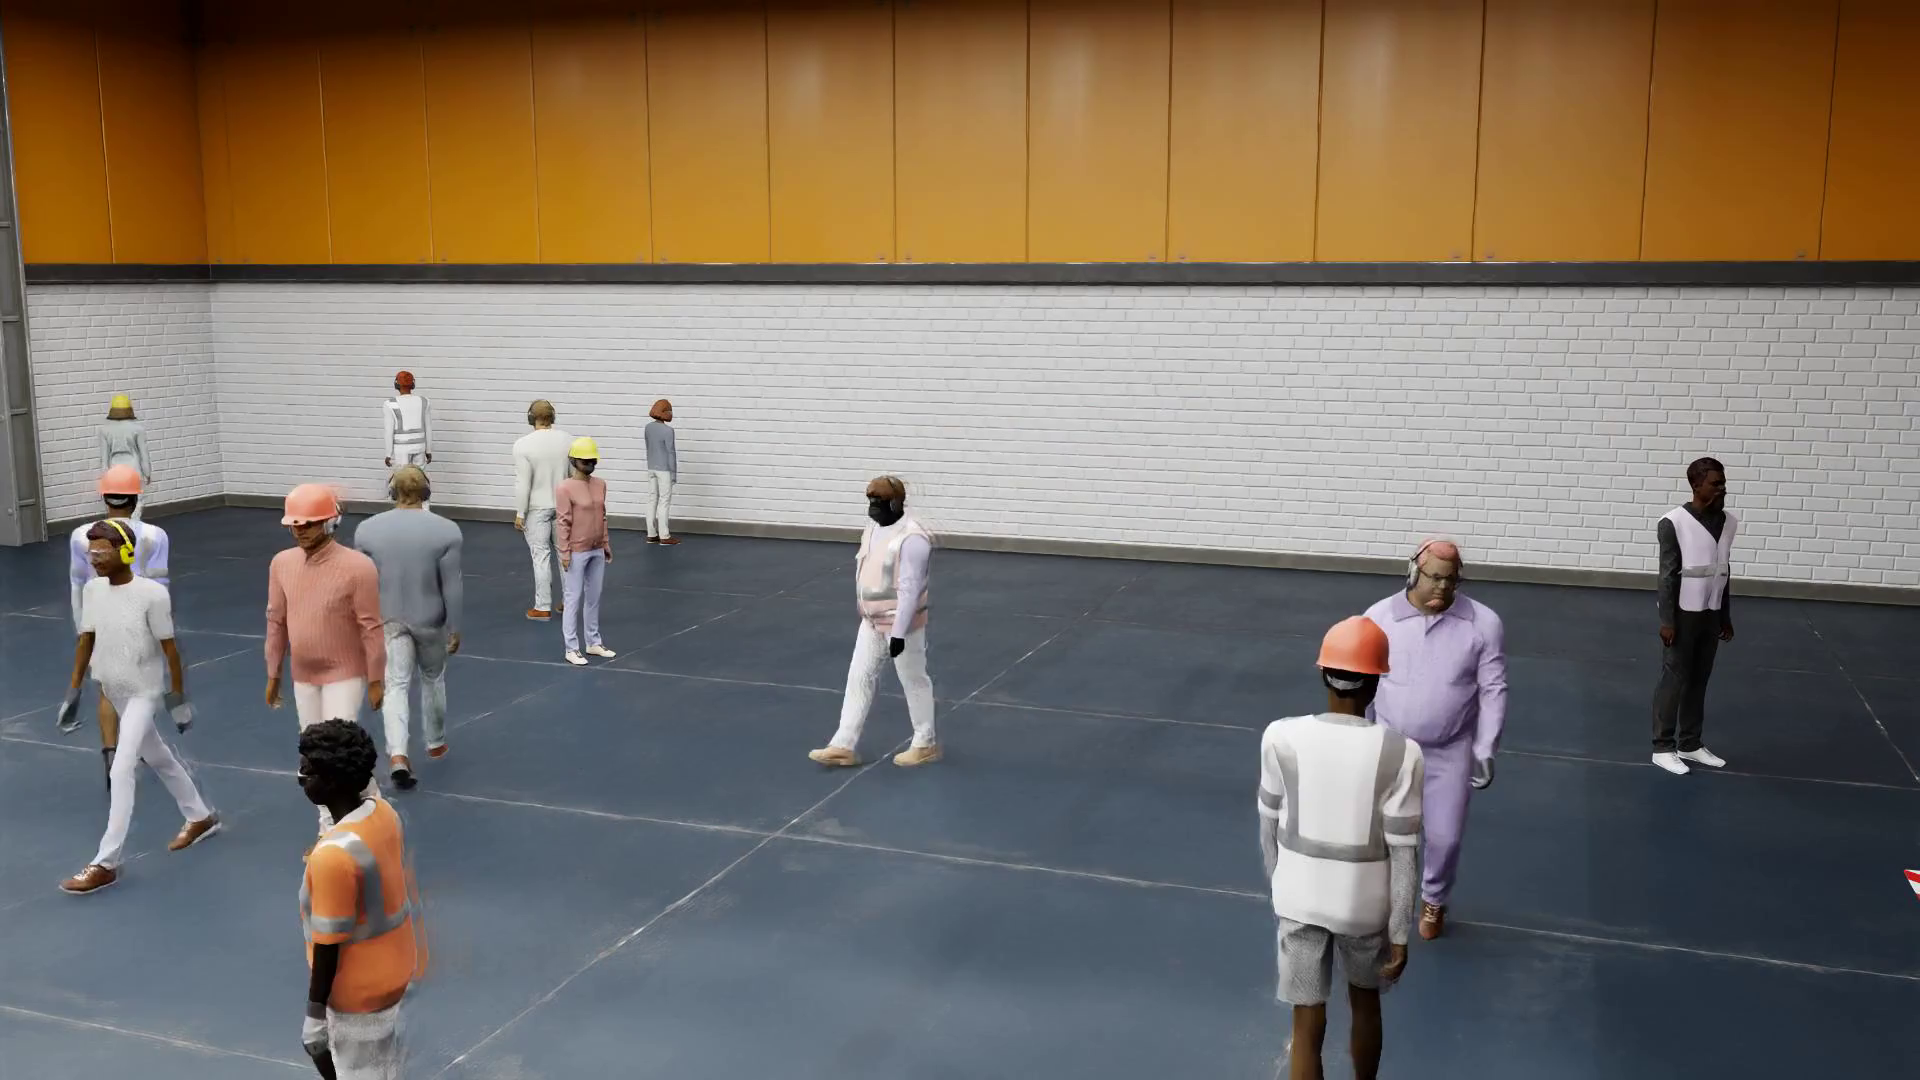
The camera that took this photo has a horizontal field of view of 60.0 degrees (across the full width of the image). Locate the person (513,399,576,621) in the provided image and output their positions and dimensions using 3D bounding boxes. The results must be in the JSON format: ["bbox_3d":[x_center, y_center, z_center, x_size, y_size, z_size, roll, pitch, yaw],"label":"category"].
[{"bbox_3d":[-3.598,-0.261,14.506,0.352,1.936,0.635,9,13,44],"label":"person"}]

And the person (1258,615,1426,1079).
[{"bbox_3d":[1.283,1.189,5.640,0.547,1.898,0.854,3,10,17],"label":"person"}]

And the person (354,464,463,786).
[{"bbox_3d":[-3.296,0.494,9.963,0.644,1.905,0.967,-2,9,-10],"label":"person"}]

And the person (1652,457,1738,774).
[{"bbox_3d":[4.480,0.449,10.157,0.593,1.922,0.391,-5,10,-27],"label":"person"}]

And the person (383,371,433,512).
[{"bbox_3d":[-6.471,-1.041,19.521,0.574,1.883,0.355,-8,12,-41],"label":"person"}]

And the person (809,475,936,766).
[{"bbox_3d":[-0.513,0.516,10.073,0.882,1.804,0.645,-6,11,-32],"label":"person"}]

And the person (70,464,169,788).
[{"bbox_3d":[-5.013,0.499,9.955,0.558,1.894,0.999,-3,10,-19],"label":"person"}]

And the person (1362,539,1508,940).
[{"bbox_3d":[2.063,0.915,7.384,0.658,1.879,0.607,2,9,13],"label":"person"}]

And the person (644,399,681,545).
[{"bbox_3d":[-3.325,-0.755,18.534,0.499,1.627,0.270,8,12,42],"label":"person"}]

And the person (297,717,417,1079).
[{"bbox_3d":[-1.888,1.372,5.155,0.450,1.681,0.561,-1,9,-4],"label":"person"}]

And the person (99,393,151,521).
[{"bbox_3d":[-9.113,-0.739,18.150,0.498,1.722,0.745,-1,9,-7],"label":"person"}]

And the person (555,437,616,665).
[{"bbox_3d":[-2.905,0.078,12.936,0.312,1.766,0.533,5,11,30],"label":"person"}]

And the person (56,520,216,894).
[{"bbox_3d":[-4.198,0.785,8.422,0.504,1.813,1.014,4,10,22],"label":"person"}]

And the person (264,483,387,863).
[{"bbox_3d":[-3.258,0.688,8.503,0.638,1.980,0.430,3,10,19],"label":"person"}]
